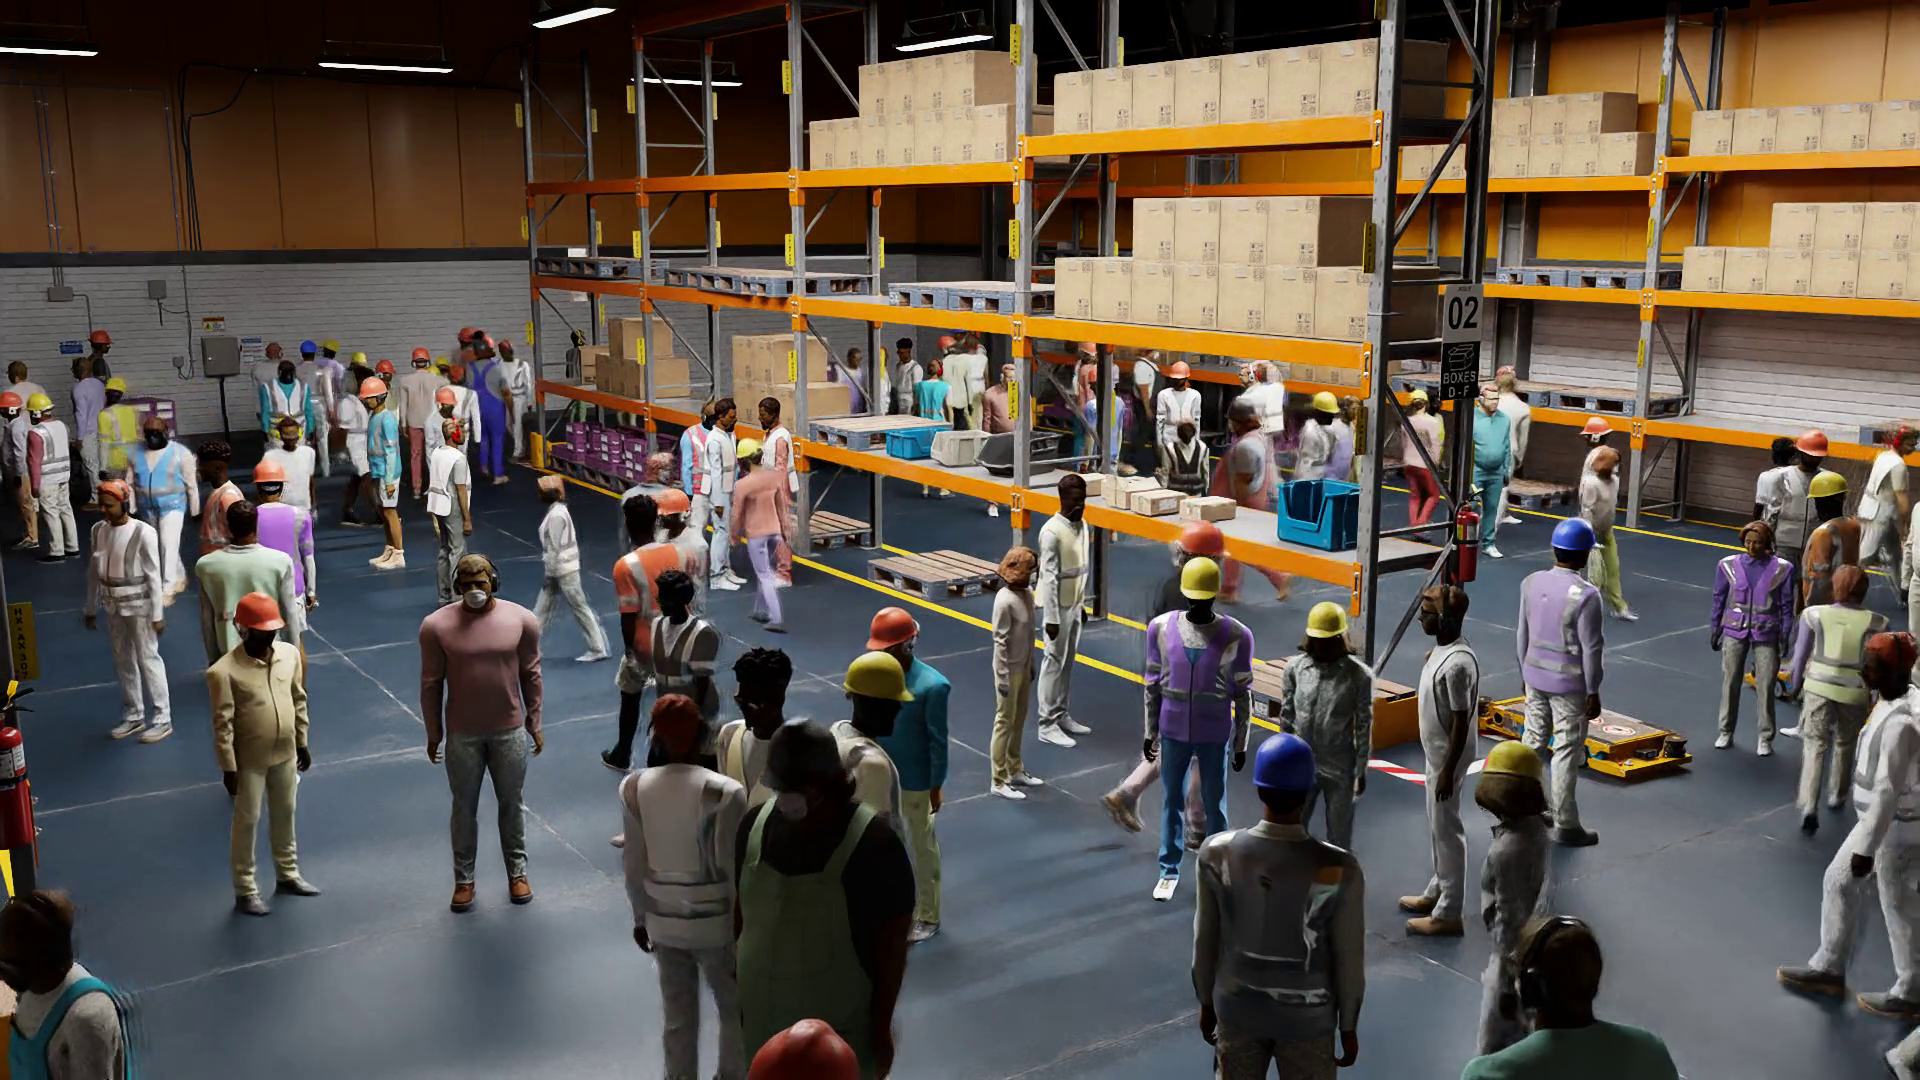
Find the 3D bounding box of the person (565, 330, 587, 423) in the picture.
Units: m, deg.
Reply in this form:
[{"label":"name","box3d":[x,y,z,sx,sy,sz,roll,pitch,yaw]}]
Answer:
[{"label":"person","box3d":[-6.139,-2.448,26.816,0.519,1.874,0.331,10,15,41]}]

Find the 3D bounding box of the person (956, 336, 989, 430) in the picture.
[{"label":"person","box3d":[0.208,-2.313,26.284,0.569,1.811,0.763,-5,12,-25]}]

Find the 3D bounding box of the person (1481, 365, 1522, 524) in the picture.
[{"label":"person","box3d":[6.559,-1.153,20.087,0.409,1.913,0.642,-4,12,-20]}]

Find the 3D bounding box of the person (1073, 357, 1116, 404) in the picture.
[{"label":"person","box3d":[2.071,-2.138,25.361,0.653,1.815,0.594,-9,14,-38]}]

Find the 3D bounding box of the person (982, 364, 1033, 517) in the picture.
[{"label":"person","box3d":[0.588,-1.220,20.480,0.642,1.901,0.395,-3,11,-13]}]

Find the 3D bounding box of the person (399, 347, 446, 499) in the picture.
[{"label":"person","box3d":[-7.029,-1.533,21.848,0.618,1.986,0.408,-3,12,-17]}]

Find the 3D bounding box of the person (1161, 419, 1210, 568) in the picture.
[{"label":"person","box3d":[2.352,-0.451,17.287,0.532,1.593,0.844,0,11,-2]}]

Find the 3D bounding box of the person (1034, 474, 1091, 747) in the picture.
[{"label":"person","box3d":[0.727,0.477,11.732,0.391,1.916,0.590,5,12,25]}]

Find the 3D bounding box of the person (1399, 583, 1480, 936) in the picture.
[{"label":"person","box3d":[2.493,1.127,8.588,0.326,1.843,0.517,2,11,9]}]

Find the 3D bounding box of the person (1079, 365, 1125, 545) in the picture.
[{"label":"person","box3d":[1.570,-0.945,18.710,0.605,2.034,0.392,-10,15,-43]}]

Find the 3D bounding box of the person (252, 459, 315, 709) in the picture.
[{"label":"person","box3d":[-5.061,0.363,12.302,0.550,1.925,0.391,-8,13,-34]}]

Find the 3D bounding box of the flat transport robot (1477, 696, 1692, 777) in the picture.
[{"label":"flat transport robot","box3d":[4.293,1.323,11.622,0.652,0.197,1.431,-6,13,-28]}]

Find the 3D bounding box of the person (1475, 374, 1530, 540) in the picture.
[{"label":"person","box3d":[6.229,-0.973,19.263,0.639,1.866,1.006,3,12,17]}]

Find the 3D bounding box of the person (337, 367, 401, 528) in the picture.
[{"label":"person","box3d":[-7.011,-1.093,19.752,0.932,1.913,0.639,2,11,8]}]

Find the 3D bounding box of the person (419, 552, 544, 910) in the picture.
[{"label":"person","box3d":[-2.550,1.014,8.923,0.636,1.938,0.358,-4,12,-17]}]

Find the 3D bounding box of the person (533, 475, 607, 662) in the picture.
[{"label":"person","box3d":[-3.348,0.256,13.696,0.869,1.579,0.527,-4,12,-19]}]

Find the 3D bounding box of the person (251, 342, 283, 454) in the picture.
[{"label":"person","box3d":[-9.795,-1.884,23.876,0.636,1.900,0.401,-2,11,-10]}]

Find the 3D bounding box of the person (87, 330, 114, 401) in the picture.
[{"label":"person","box3d":[-12.500,-2.037,24.295,0.406,2.036,0.607,-8,13,-35]}]

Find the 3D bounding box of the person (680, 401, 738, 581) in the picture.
[{"label":"person","box3d":[-2.526,-0.505,16.965,0.621,1.839,0.429,-7,13,-33]}]

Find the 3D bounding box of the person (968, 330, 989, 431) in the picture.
[{"label":"person","box3d":[0.286,-2.548,27.324,0.368,1.878,0.584,-1,11,-4]}]

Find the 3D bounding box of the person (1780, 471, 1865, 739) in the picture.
[{"label":"person","box3d":[6.104,0.470,11.765,0.585,1.917,0.381,-9,14,-39]}]

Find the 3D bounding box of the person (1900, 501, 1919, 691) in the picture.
[{"label":"person","box3d":[7.322,0.350,12.450,0.401,1.894,0.653,-4,12,-20]}]

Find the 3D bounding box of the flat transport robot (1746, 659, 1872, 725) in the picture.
[{"label":"flat transport robot","box3d":[6.637,1.151,12.504,0.652,0.197,1.431,-1,11,-8]}]

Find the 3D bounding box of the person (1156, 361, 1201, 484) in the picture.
[{"label":"person","box3d":[2.681,-1.226,20.397,0.550,1.933,0.370,0,11,-1]}]

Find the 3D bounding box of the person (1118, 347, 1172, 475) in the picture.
[{"label":"person","box3d":[2.687,-1.933,23.746,0.744,2.000,0.701,4,12,18]}]

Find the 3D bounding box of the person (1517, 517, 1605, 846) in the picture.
[{"label":"person","box3d":[3.555,0.829,9.843,0.396,1.949,0.602,-5,12,-24]}]

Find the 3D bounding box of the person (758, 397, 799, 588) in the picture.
[{"label":"person","box3d":[-1.830,-0.480,16.665,0.412,1.907,0.596,-3,12,-16]}]

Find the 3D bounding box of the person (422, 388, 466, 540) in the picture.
[{"label":"person","box3d":[-5.865,-0.877,19.081,0.346,1.746,0.572,7,13,31]}]

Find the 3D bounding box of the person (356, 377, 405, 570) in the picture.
[{"label":"person","box3d":[-6.073,-0.695,17.452,0.406,2.031,0.612,-7,13,-32]}]

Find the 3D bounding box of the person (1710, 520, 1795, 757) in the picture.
[{"label":"person","box3d":[5.462,0.666,11.501,0.524,1.631,0.319,7,13,32]}]

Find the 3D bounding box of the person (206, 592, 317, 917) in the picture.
[{"label":"person","box3d":[-3.696,1.123,8.872,0.367,1.742,0.568,6,13,29]}]

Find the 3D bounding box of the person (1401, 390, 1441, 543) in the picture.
[{"label":"person","box3d":[5.223,-0.826,18.863,0.353,1.737,0.565,-7,13,-32]}]

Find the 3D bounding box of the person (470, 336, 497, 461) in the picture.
[{"label":"person","box3d":[-7.169,-2.146,25.234,0.550,1.893,0.996,-4,12,-21]}]

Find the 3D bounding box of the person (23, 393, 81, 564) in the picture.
[{"label":"person","box3d":[-9.740,-0.662,17.795,0.403,1.825,0.593,1,11,4]}]

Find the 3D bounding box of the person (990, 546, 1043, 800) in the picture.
[{"label":"person","box3d":[0.355,0.837,10.641,0.278,1.627,0.509,5,12,24]}]

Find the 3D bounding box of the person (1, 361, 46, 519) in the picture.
[{"label":"person","box3d":[-11.435,-1.224,20.379,0.376,1.940,0.629,3,11,13]}]

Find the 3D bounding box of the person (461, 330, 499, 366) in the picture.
[{"label":"person","box3d":[-7.567,-2.372,26.368,0.604,1.897,0.522,-1,11,-7]}]

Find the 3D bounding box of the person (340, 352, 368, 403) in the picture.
[{"label":"person","box3d":[-8.757,-1.870,24.242,0.508,1.717,0.518,0,11,-2]}]

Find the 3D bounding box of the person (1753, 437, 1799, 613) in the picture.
[{"label":"person","box3d":[7.593,-0.107,15.339,0.546,1.679,0.519,-4,12,-21]}]

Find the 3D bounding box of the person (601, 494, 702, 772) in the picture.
[{"label":"person","box3d":[-1.981,0.652,10.856,0.609,1.921,0.996,-11,15,-44]}]

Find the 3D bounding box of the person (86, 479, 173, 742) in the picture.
[{"label":"person","box3d":[-5.880,0.493,11.753,0.603,1.878,0.348,4,12,21]}]

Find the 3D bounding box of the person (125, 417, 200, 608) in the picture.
[{"label":"person","box3d":[-7.679,-0.310,16.052,0.613,1.798,0.916,0,11,1]}]

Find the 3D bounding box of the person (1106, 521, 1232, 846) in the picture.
[{"label":"person","box3d":[1.267,0.855,9.686,0.732,1.967,0.632,-1,11,-7]}]

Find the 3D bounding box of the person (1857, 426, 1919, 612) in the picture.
[{"label":"person","box3d":[8.626,-0.173,15.409,0.971,1.779,0.565,4,12,20]}]

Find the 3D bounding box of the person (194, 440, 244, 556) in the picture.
[{"label":"person","box3d":[-5.759,0.192,13.057,0.361,1.964,0.613,-7,13,-31]}]

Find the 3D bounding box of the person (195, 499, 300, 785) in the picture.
[{"label":"person","box3d":[-4.531,0.697,10.638,0.587,1.910,0.397,-3,11,-14]}]

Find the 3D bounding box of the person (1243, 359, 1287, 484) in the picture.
[{"label":"person","box3d":[4.262,-1.802,23.072,0.536,2.000,0.676,-6,12,-27]}]
